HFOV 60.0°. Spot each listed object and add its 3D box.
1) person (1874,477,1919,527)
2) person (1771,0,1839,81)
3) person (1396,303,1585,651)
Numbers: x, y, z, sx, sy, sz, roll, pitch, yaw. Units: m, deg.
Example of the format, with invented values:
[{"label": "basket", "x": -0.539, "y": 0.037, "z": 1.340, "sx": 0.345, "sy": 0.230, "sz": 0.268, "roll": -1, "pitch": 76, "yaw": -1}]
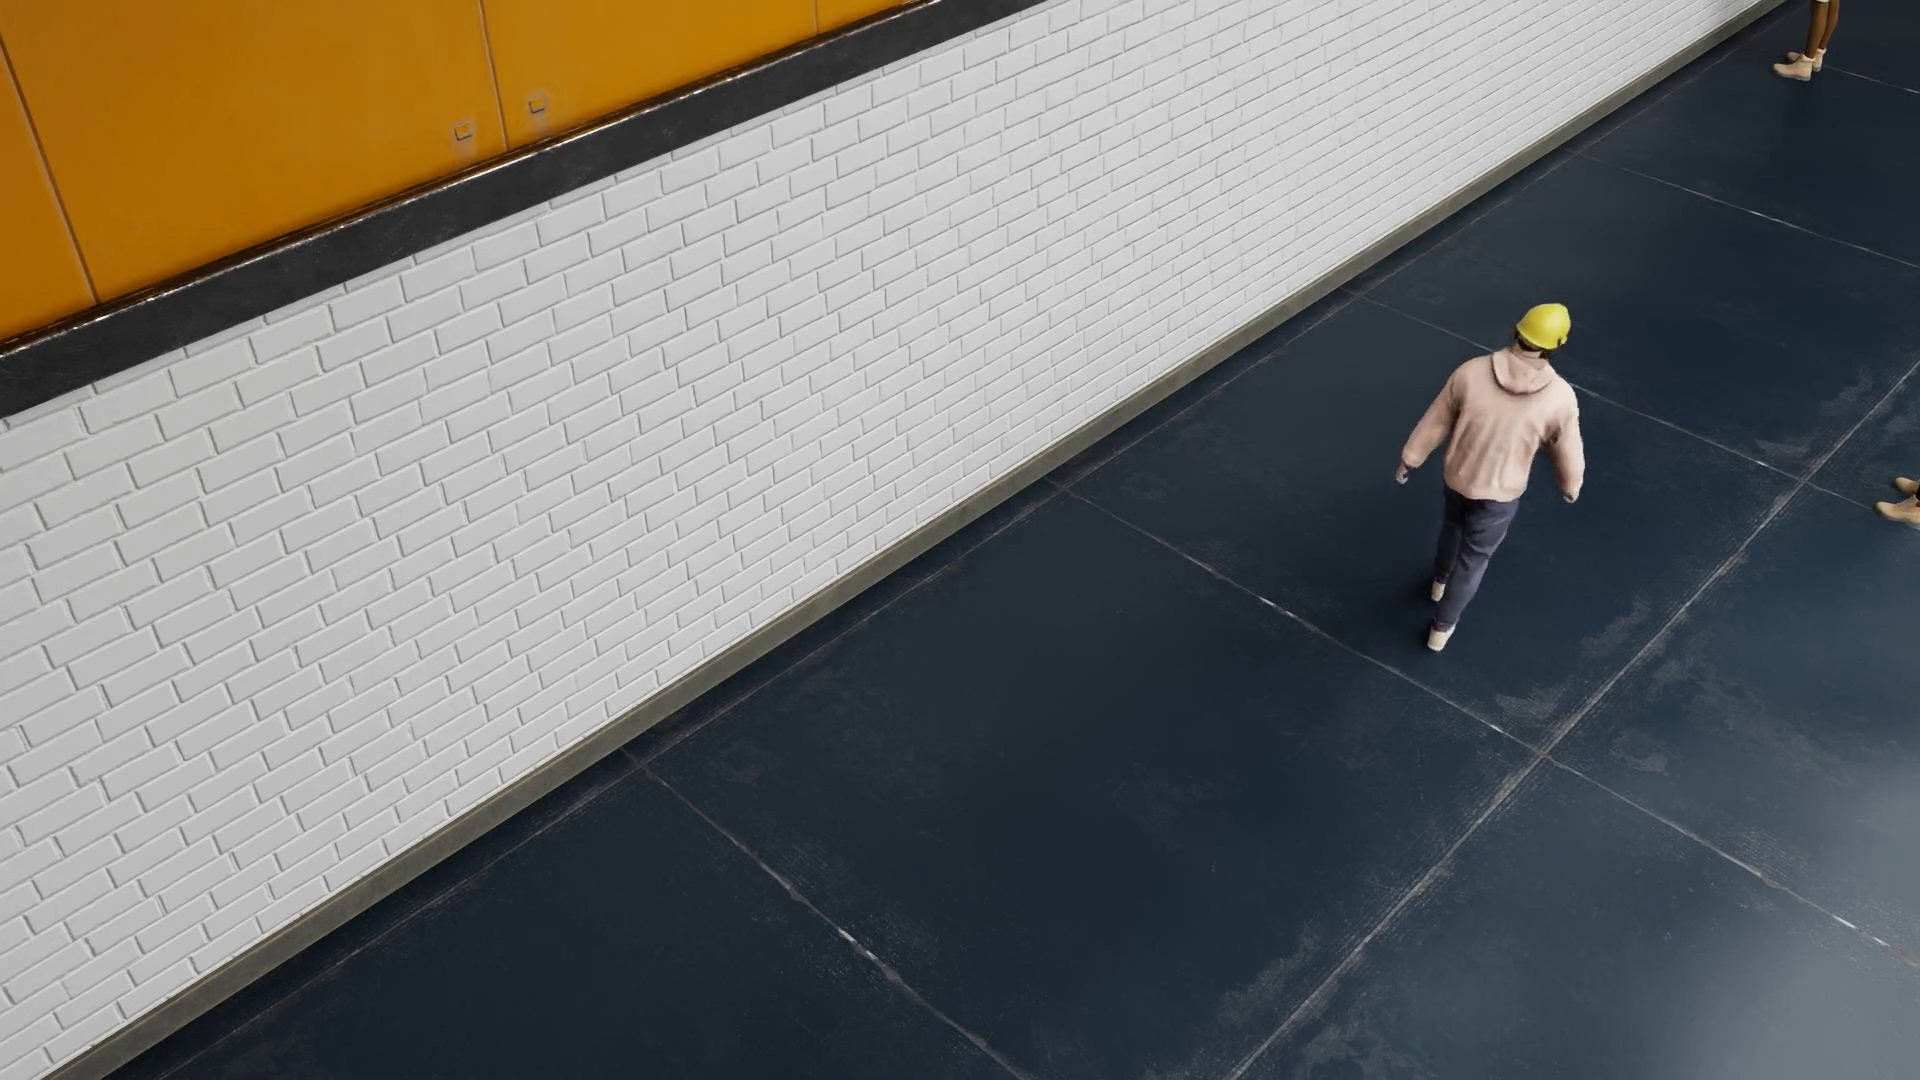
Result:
[{"label": "person", "x": 5.312, "y": -0.826, "z": 8.808, "sx": 0.533, "sy": 1.696, "sz": 0.322, "roll": -31, "pitch": 48, "yaw": -33}, {"label": "person", "x": 7.063, "y": -4.748, "z": 13.437, "sx": 0.606, "sy": 2.044, "sz": 0.389, "roll": -31, "pitch": 48, "yaw": -33}, {"label": "person", "x": 2.567, "y": -0.318, "z": 8.072, "sx": 0.821, "sy": 1.816, "sz": 0.759, "roll": 21, "pitch": 43, "yaw": 24}]
